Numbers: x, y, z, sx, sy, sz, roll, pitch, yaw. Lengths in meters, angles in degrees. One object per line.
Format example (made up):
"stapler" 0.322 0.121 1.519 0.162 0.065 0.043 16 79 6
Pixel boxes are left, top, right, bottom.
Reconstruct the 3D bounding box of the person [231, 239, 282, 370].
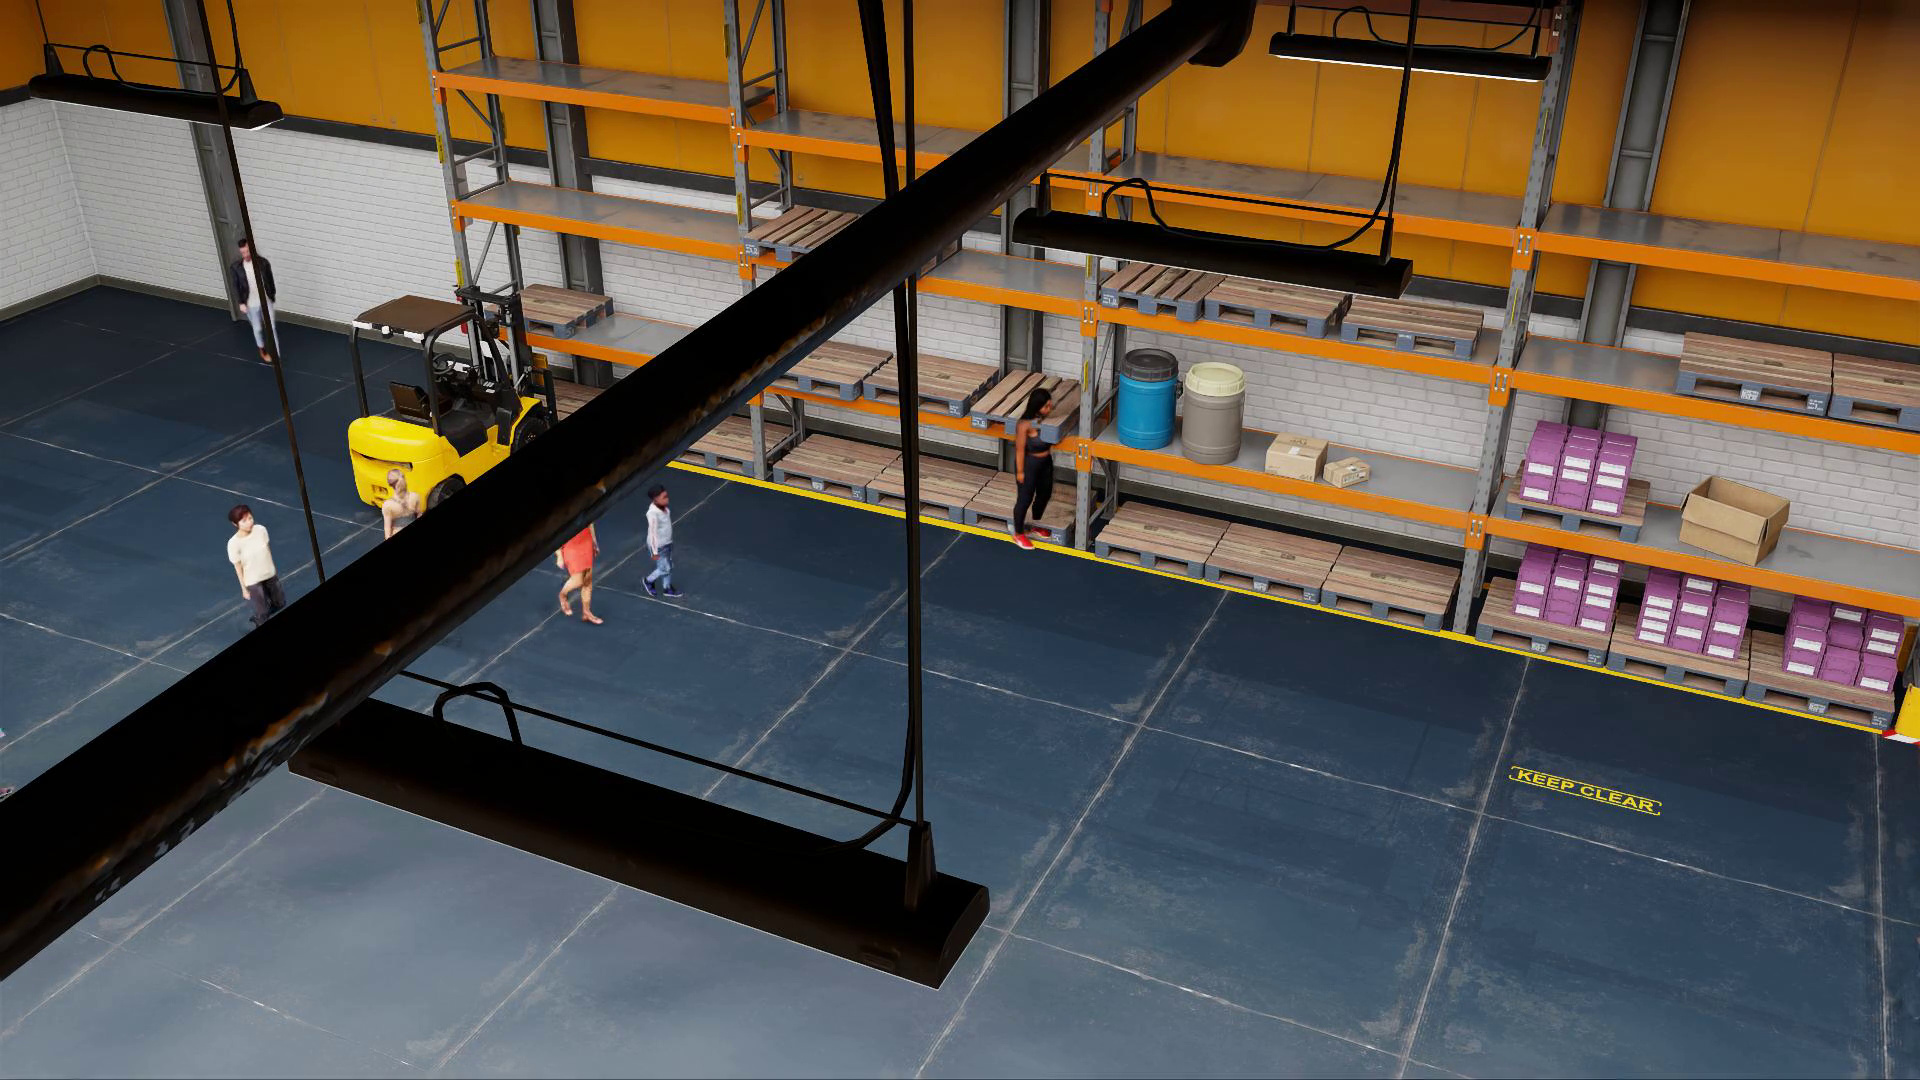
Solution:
"person" -9.270 -3.145 21.942 1.112 1.800 1.271 -16 33 -27

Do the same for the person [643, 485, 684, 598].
"person" -3.056 0.014 16.720 0.642 1.254 0.533 9 30 16

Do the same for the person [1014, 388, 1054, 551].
"person" 0.781 -0.786 17.605 0.747 1.811 0.763 25 37 38

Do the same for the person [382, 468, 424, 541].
"person" -5.296 0.111 16.086 0.759 1.690 0.923 -24 36 -36

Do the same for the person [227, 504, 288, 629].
"person" -6.680 0.365 15.745 0.733 1.573 0.632 16 33 27

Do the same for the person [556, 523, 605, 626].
"person" -3.794 0.041 16.195 0.776 1.709 0.659 18 33 30
